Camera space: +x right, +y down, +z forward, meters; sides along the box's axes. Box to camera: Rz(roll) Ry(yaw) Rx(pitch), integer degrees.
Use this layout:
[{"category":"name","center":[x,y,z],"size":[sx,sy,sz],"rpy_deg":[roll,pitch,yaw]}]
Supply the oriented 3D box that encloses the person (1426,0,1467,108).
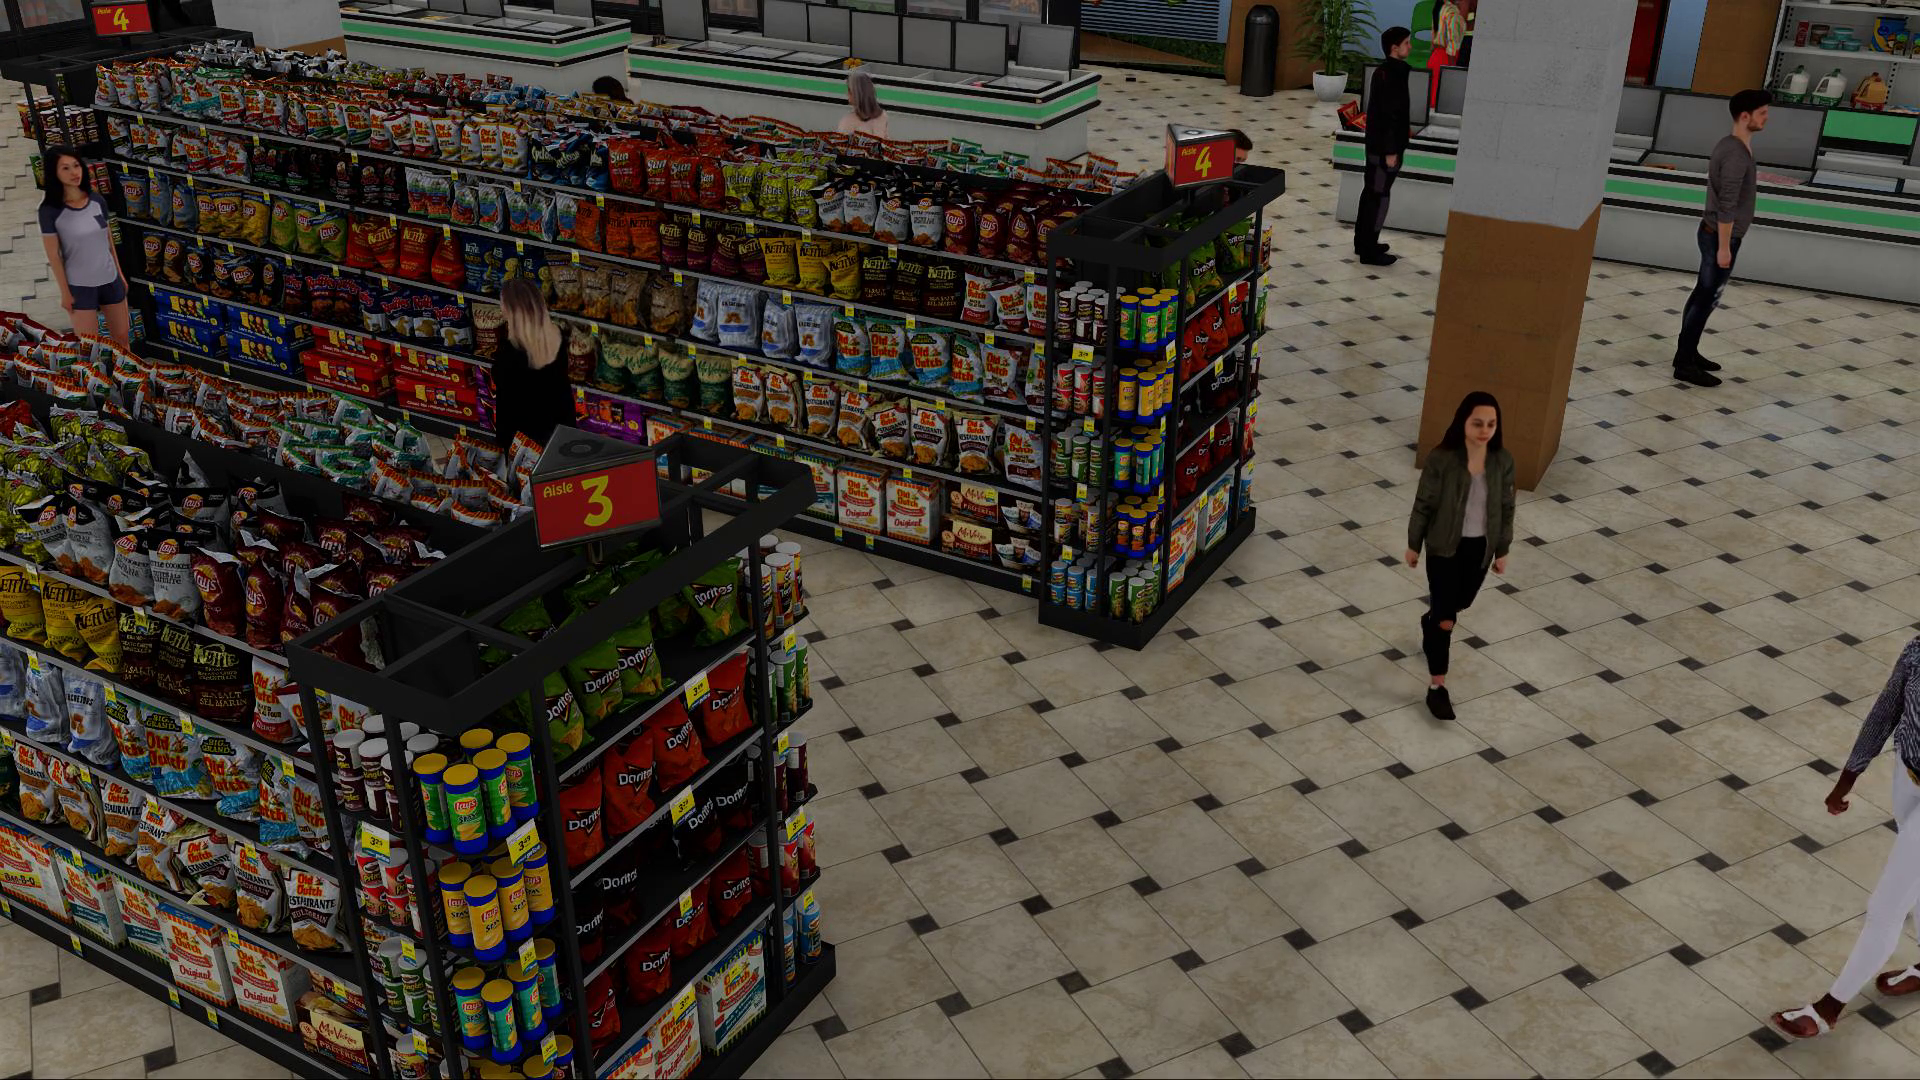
[{"category":"person","center":[4.585,-4.458,15.873],"size":[0.722,1.792,0.687],"rpy_deg":[-4,27,-7]}]

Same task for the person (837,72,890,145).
[{"category":"person","center":[-0.626,-2.477,12.082],"size":[1.187,1.688,0.685],"rpy_deg":[19,33,33]}]

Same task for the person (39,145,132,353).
[{"category":"person","center":[-5.396,-1.607,10.347],"size":[0.508,1.706,0.593],"rpy_deg":[14,30,25]}]

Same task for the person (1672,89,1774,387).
[{"category":"person","center":[4.966,-1.983,10.869],"size":[0.620,1.903,0.727],"rpy_deg":[10,29,20]}]

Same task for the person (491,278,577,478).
[{"category":"person","center":[-1.953,-0.427,8.089],"size":[1.198,1.643,0.714],"rpy_deg":[10,29,19]}]

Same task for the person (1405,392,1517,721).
[{"category":"person","center":[2.209,0.014,7.436],"size":[1.014,1.447,0.976],"rpy_deg":[-1,27,-2]}]

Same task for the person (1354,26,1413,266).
[{"category":"person","center":[3.361,-3.132,13.207],"size":[0.749,1.839,0.802],"rpy_deg":[2,27,4]}]

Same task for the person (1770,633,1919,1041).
[{"category":"person","center":[3.281,0.870,5.484],"size":[1.109,1.685,1.030],"rpy_deg":[-6,27,-11]}]

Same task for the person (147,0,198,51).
[{"category":"person","center":[-9.798,-6.791,20.465],"size":[1.174,1.799,1.015],"rpy_deg":[2,27,4]}]
